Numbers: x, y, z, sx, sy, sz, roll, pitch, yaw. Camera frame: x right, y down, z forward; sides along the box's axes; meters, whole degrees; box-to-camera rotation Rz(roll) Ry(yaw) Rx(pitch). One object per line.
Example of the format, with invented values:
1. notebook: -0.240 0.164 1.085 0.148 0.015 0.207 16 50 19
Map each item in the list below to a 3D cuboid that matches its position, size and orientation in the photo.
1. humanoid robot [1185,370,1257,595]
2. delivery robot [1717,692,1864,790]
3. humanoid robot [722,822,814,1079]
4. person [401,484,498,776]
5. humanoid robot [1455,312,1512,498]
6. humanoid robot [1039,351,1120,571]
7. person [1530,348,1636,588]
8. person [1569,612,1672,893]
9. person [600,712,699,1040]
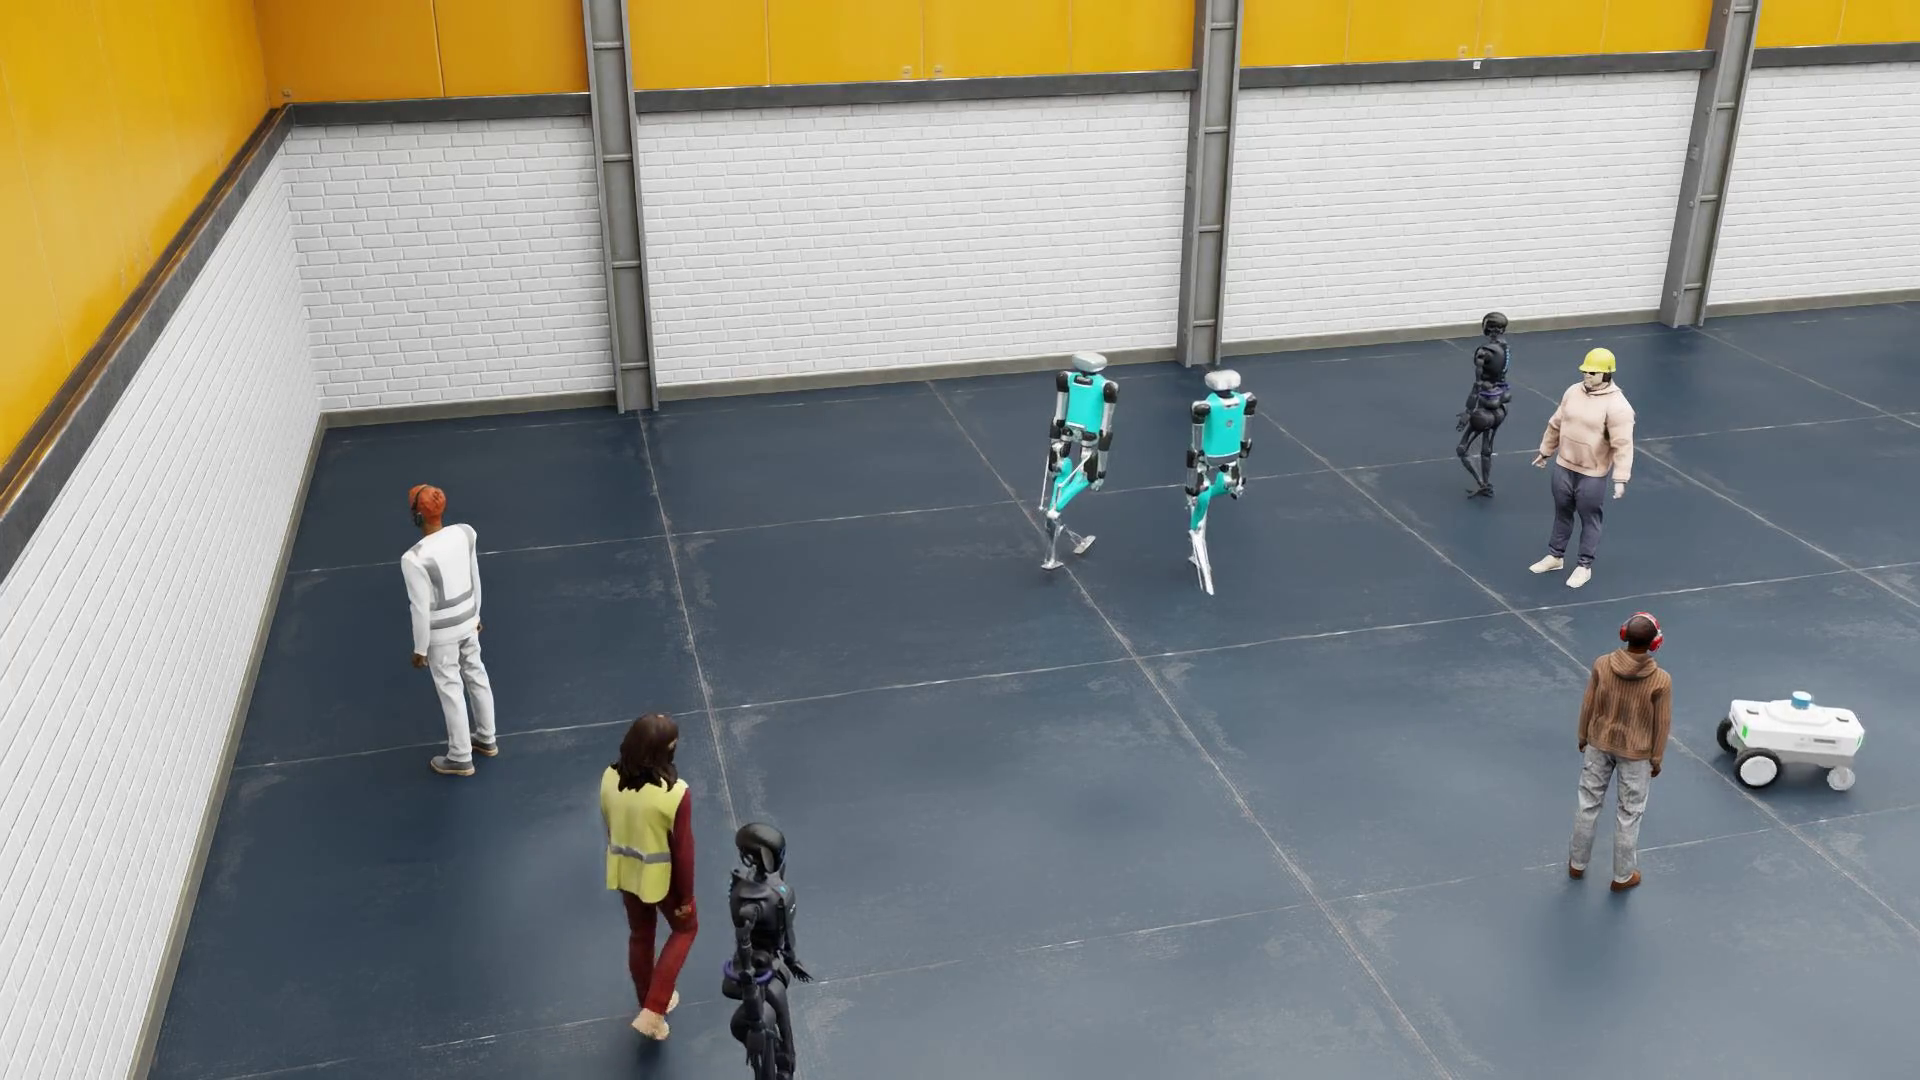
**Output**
1. humanoid robot: 1.854 -0.480 12.659 0.543 1.798 0.837 -10 26 -21
2. delivery robot: 5.102 1.218 10.244 0.779 0.598 0.499 4 24 10
3. humanoid robot: -0.923 1.932 7.239 0.554 1.644 0.588 4 24 9
4. person: -3.116 0.549 10.112 0.361 1.882 0.573 11 26 24
5. humanoid robot: 4.520 -1.149 14.218 0.380 1.643 0.600 21 31 39
6. humanoid robot: 0.800 -0.521 12.761 0.534 1.735 1.017 16 28 31
7. person: 4.763 -0.570 12.671 0.410 1.867 0.791 -15 28 -31
8. person: 3.576 1.148 9.032 0.459 1.651 0.324 17 29 34
9. person: -1.456 1.609 7.863 0.480 1.755 0.444 8 25 17
